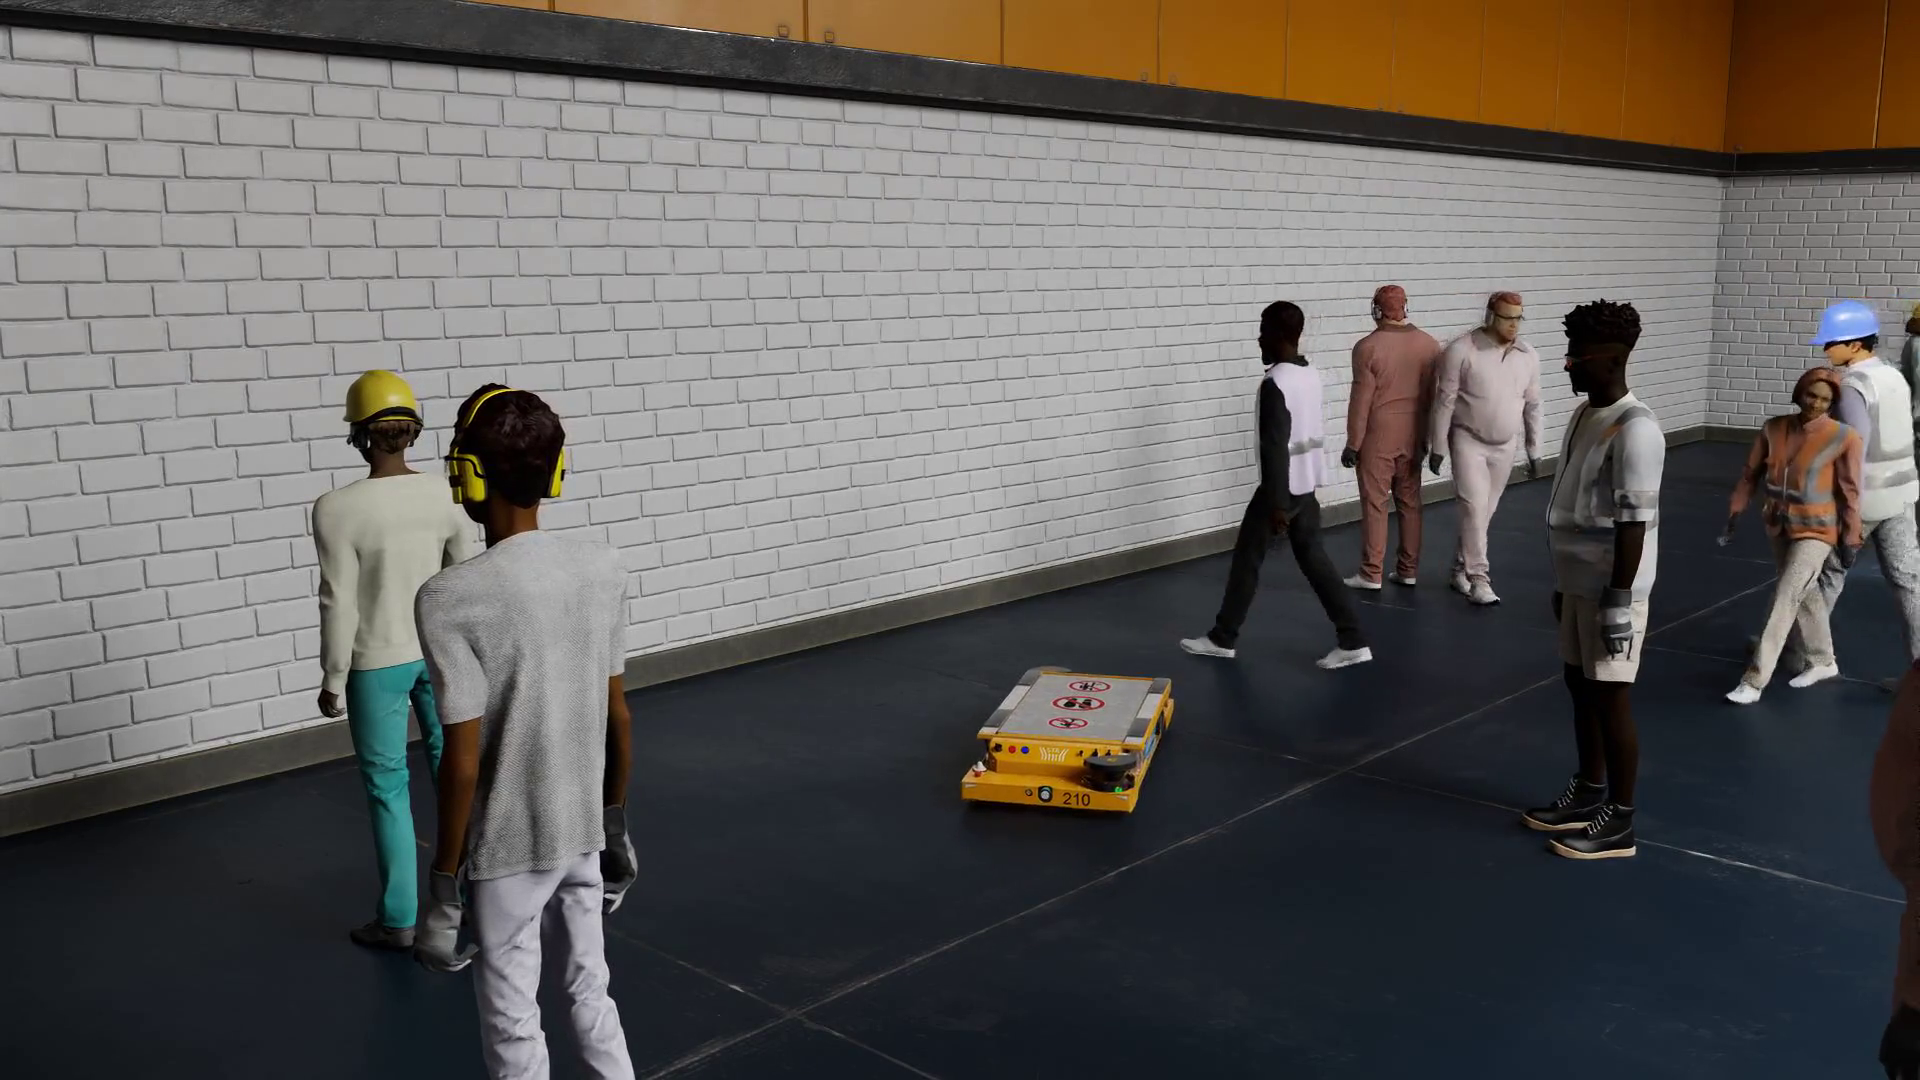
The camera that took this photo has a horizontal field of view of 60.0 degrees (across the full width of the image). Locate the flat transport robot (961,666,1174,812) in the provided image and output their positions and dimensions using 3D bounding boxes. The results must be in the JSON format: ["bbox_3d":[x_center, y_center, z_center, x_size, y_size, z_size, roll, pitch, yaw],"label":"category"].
[{"bbox_3d":[0.486,0.792,6.909,0.652,0.197,1.431,2,10,13],"label":"flat transport robot"}]

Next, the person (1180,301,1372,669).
[{"bbox_3d":[1.666,-0.274,8.451,1.014,1.872,0.611,7,12,33],"label":"person"}]

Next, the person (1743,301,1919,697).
[{"bbox_3d":[4.330,-0.203,8.010,0.619,1.880,1.005,-5,11,-27],"label":"person"}]

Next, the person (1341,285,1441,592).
[{"bbox_3d":[2.654,-0.629,10.364,0.639,1.901,0.406,-4,11,-23],"label":"person"}]

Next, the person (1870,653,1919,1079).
[{"bbox_3d":[1.808,0.677,2.935,0.711,1.903,0.400,-9,13,-42],"label":"person"}]

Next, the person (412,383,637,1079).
[{"bbox_3d":[-0.857,0.627,3.302,0.311,1.869,0.532,6,12,33],"label":"person"}]

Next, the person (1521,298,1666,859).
[{"bbox_3d":[2.244,0.138,5.851,0.372,1.958,0.599,1,10,4],"label":"person"}]

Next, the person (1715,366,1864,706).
[{"bbox_3d":[3.946,-0.024,7.811,0.848,1.586,0.536,-4,11,-21],"label":"person"}]

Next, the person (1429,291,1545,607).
[{"bbox_3d":[3.195,-0.533,9.904,0.651,1.862,0.909,-2,10,-13],"label":"person"}]

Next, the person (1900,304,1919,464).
[{"bbox_3d":[7.829,-1.128,13.768,0.875,1.702,0.488,8,12,37],"label":"person"}]

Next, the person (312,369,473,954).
[{"bbox_3d":[-1.718,0.367,5.077,0.326,1.767,0.533,8,13,38],"label":"person"}]
